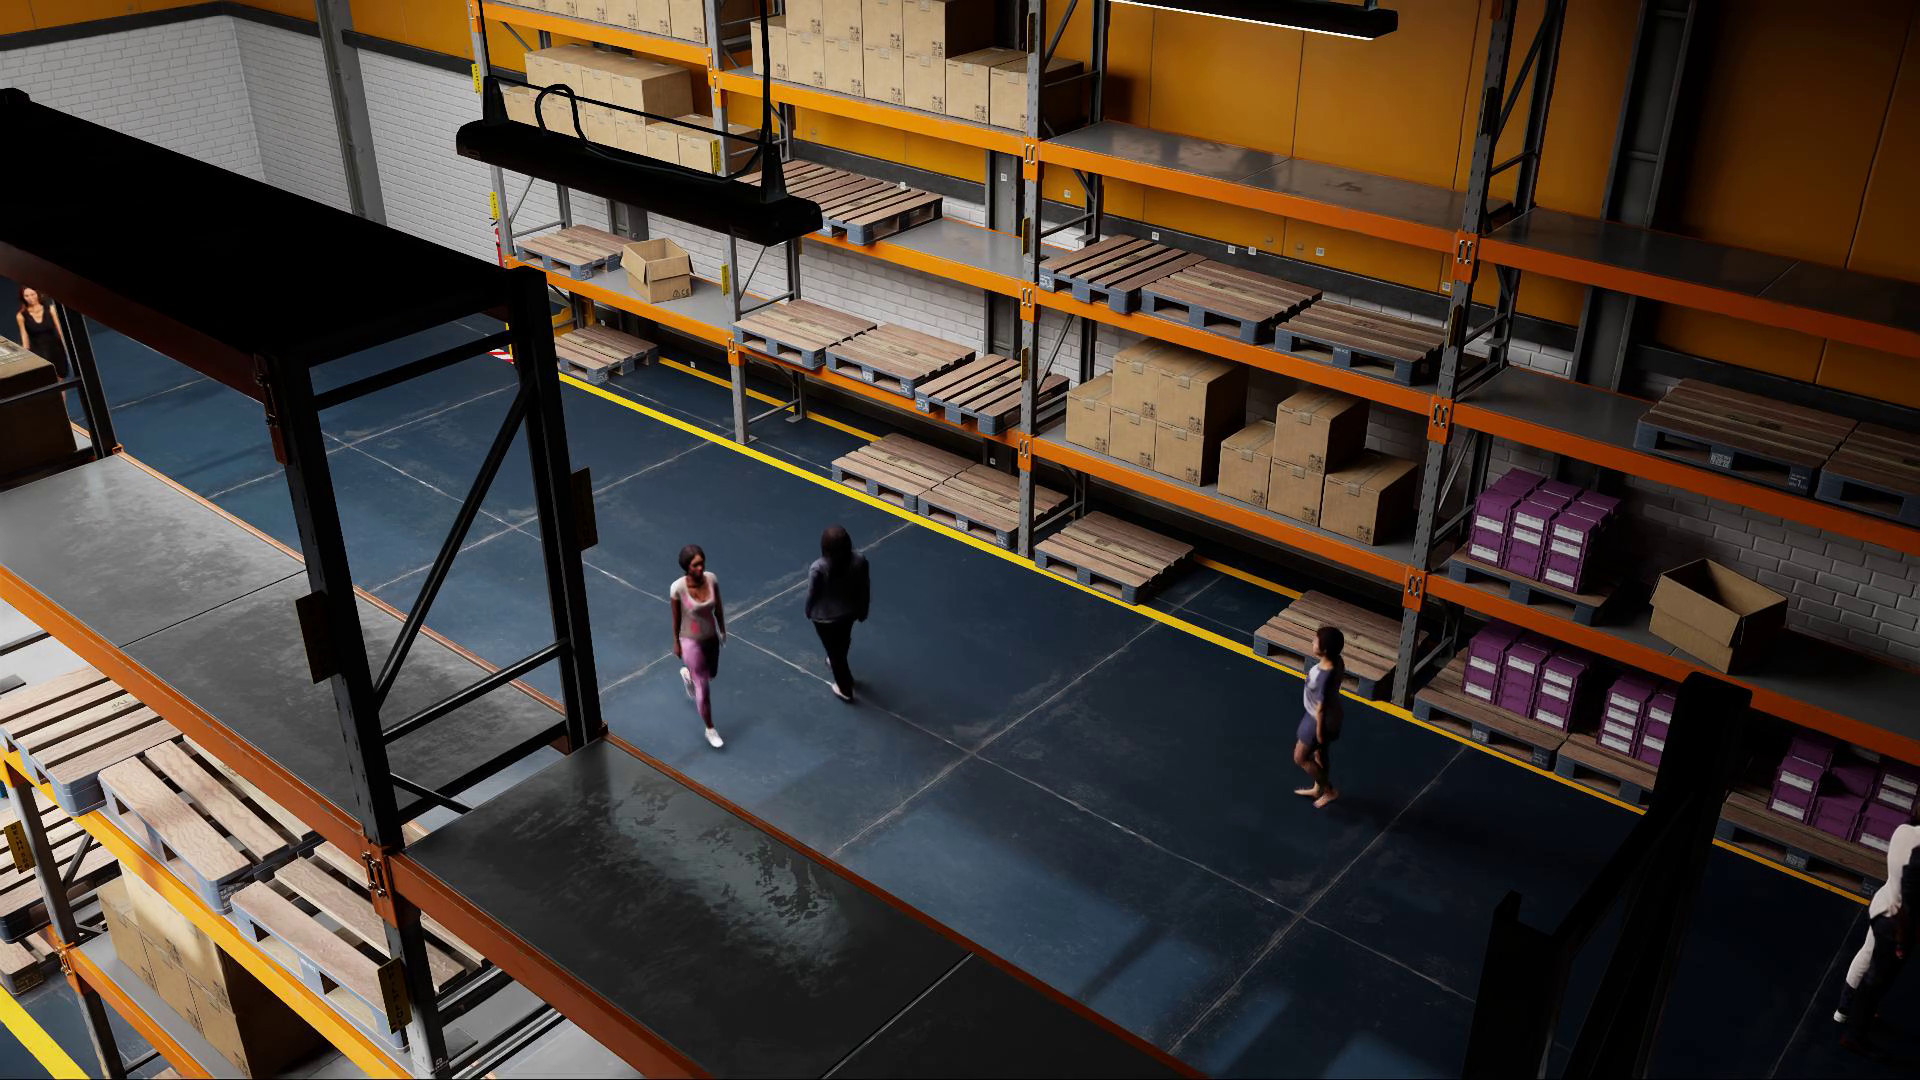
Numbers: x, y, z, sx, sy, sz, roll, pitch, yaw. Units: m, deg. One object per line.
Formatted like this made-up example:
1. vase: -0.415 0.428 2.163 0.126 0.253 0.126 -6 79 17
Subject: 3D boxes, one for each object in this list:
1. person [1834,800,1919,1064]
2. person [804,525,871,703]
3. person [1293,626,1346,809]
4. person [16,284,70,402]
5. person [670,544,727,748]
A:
1. person: 5.771 2.343 10.267 0.706 1.892 0.751 11 30 19
2. person: -0.985 0.628 13.743 0.787 1.574 0.923 -19 34 -31
3. person: 2.786 1.339 12.460 0.659 1.554 0.630 14 32 24
4. person: -10.036 -1.995 18.325 0.713 1.791 1.146 -22 36 -35
5. person: -2.127 0.779 13.317 0.756 1.716 1.113 -19 34 -30
